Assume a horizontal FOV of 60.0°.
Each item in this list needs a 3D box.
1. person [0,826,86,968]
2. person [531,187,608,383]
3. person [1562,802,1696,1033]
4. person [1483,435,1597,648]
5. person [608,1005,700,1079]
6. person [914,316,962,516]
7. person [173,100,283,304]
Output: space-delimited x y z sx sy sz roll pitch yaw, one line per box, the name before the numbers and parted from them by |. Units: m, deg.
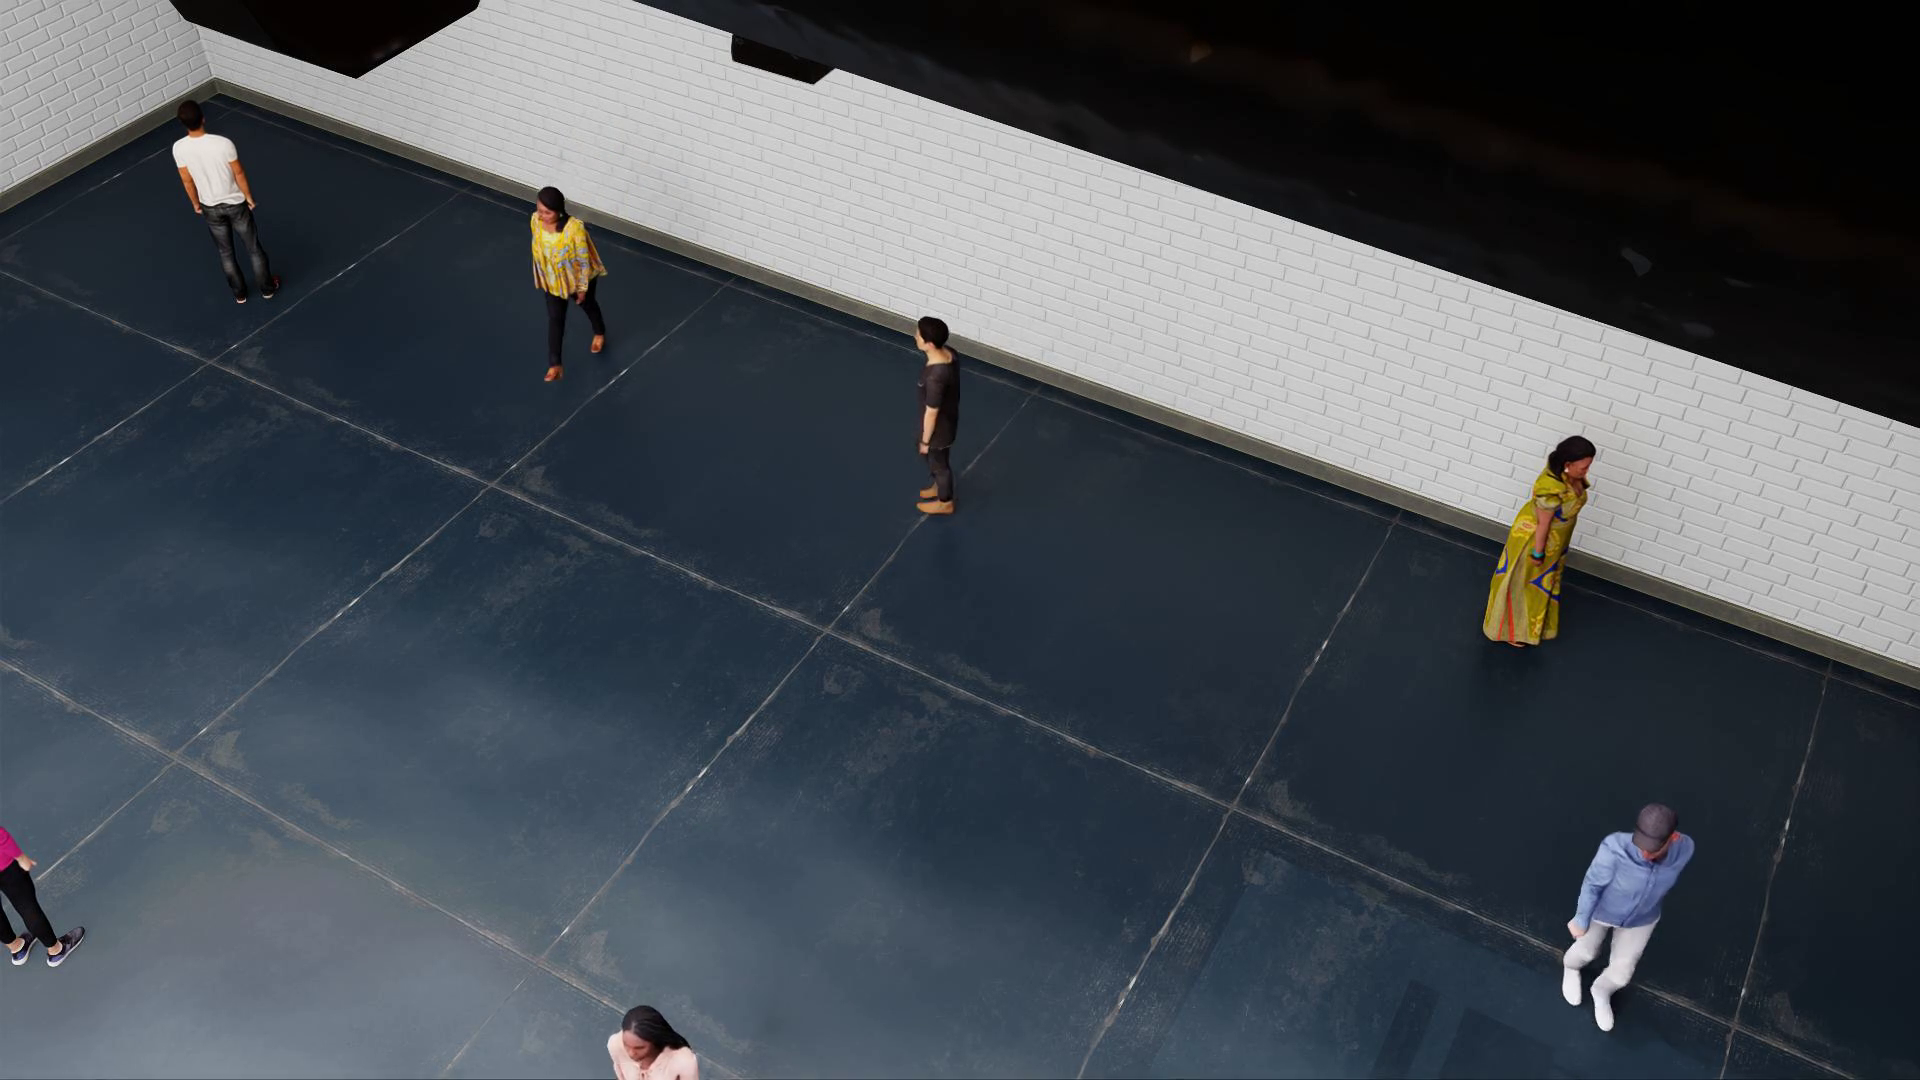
person | -5.268 1.740 8.971 0.670 1.699 0.694 4 44 5
person | -3.016 -2.075 13.031 0.871 1.612 1.132 10 45 11
person | 3.465 1.872 8.715 0.800 1.851 0.865 -1 44 -1
person | 3.795 -0.031 10.860 0.891 1.658 0.686 22 48 22
person | -1.358 2.680 8.002 0.870 1.664 1.229 9 44 9
person | -0.085 -0.843 11.669 0.777 1.707 0.641 6 44 6
person | -6.043 -2.766 13.626 0.710 1.804 0.757 -8 44 -8
